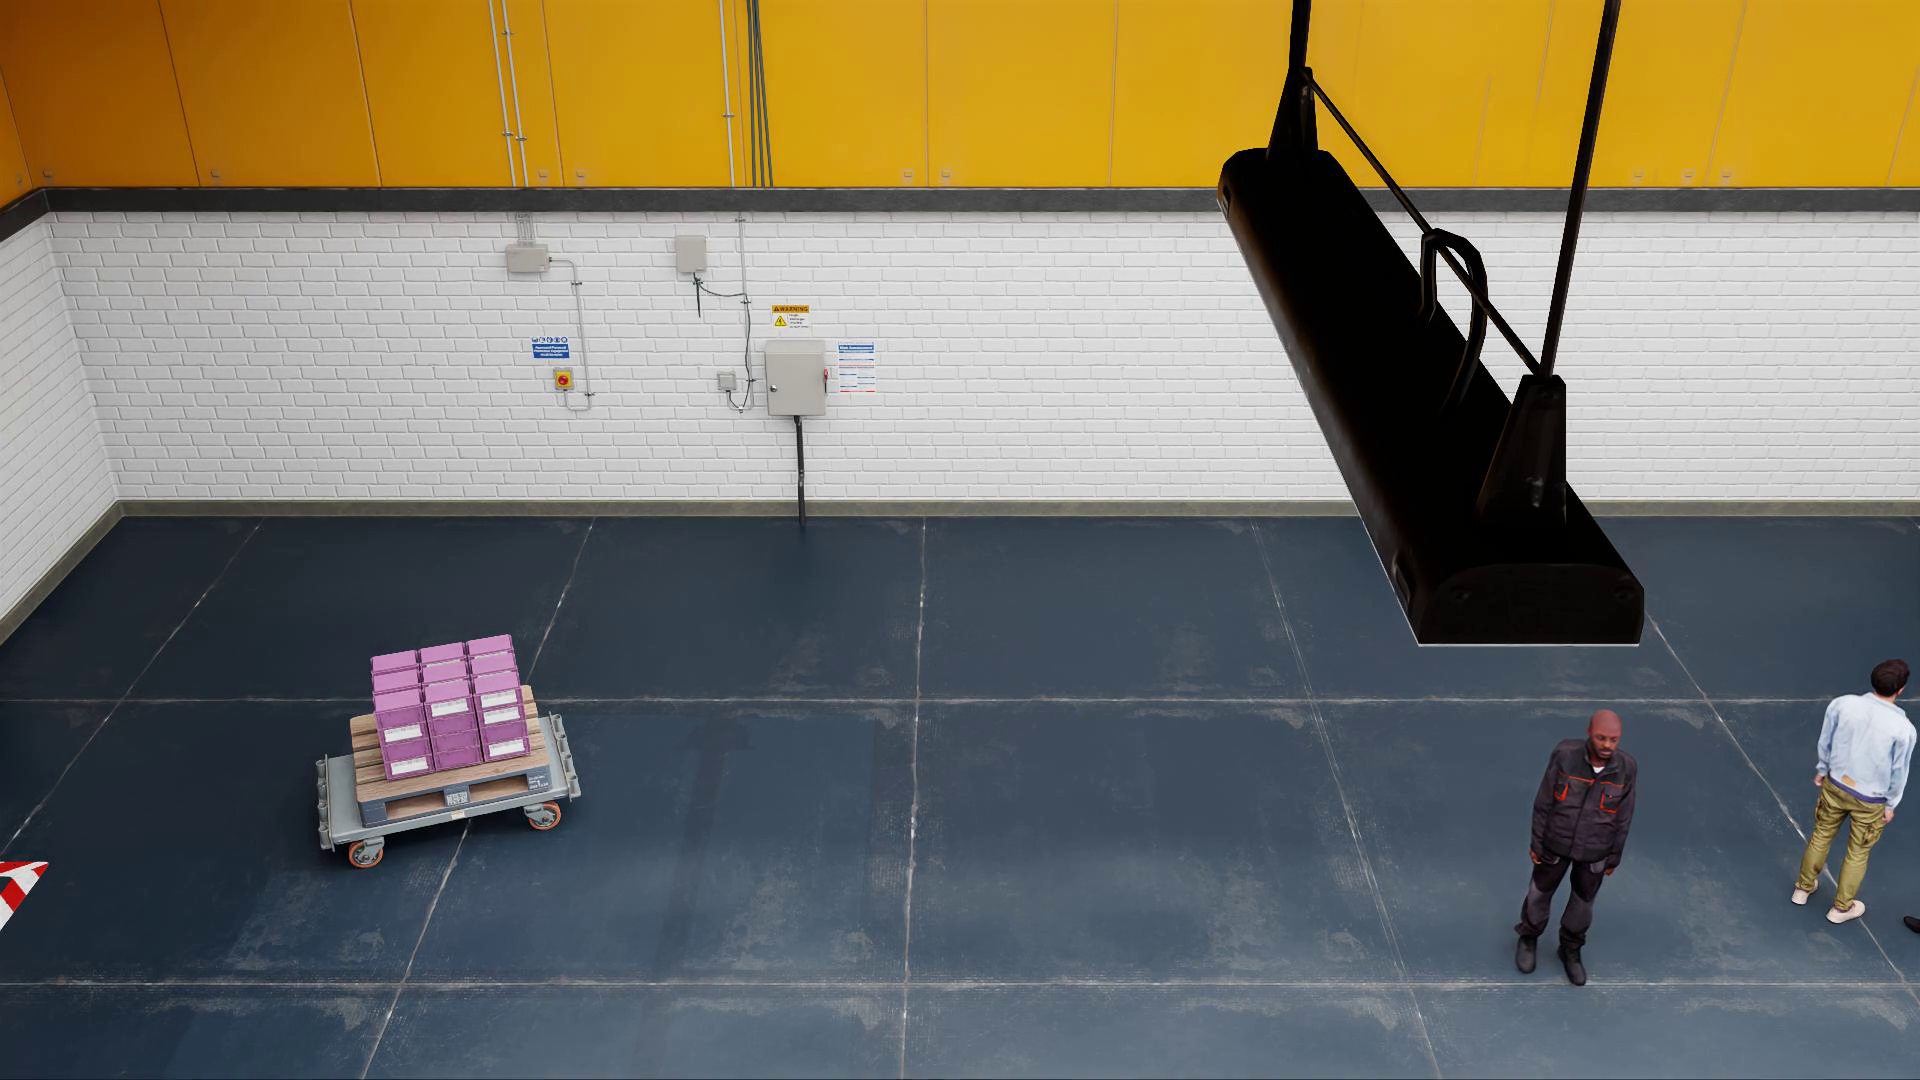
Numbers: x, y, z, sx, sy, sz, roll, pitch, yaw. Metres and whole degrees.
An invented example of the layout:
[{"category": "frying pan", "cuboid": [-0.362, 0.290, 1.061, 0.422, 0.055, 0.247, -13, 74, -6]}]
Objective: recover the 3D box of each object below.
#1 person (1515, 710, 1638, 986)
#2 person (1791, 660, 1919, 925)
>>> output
[{"category": "person", "cuboid": [3.579, 1.730, 9.668, 0.752, 1.819, 0.700, 7, 29, 13]}, {"category": "person", "cuboid": [5.435, 1.511, 10.077, 0.818, 1.812, 0.725, -20, 35, -32]}]
